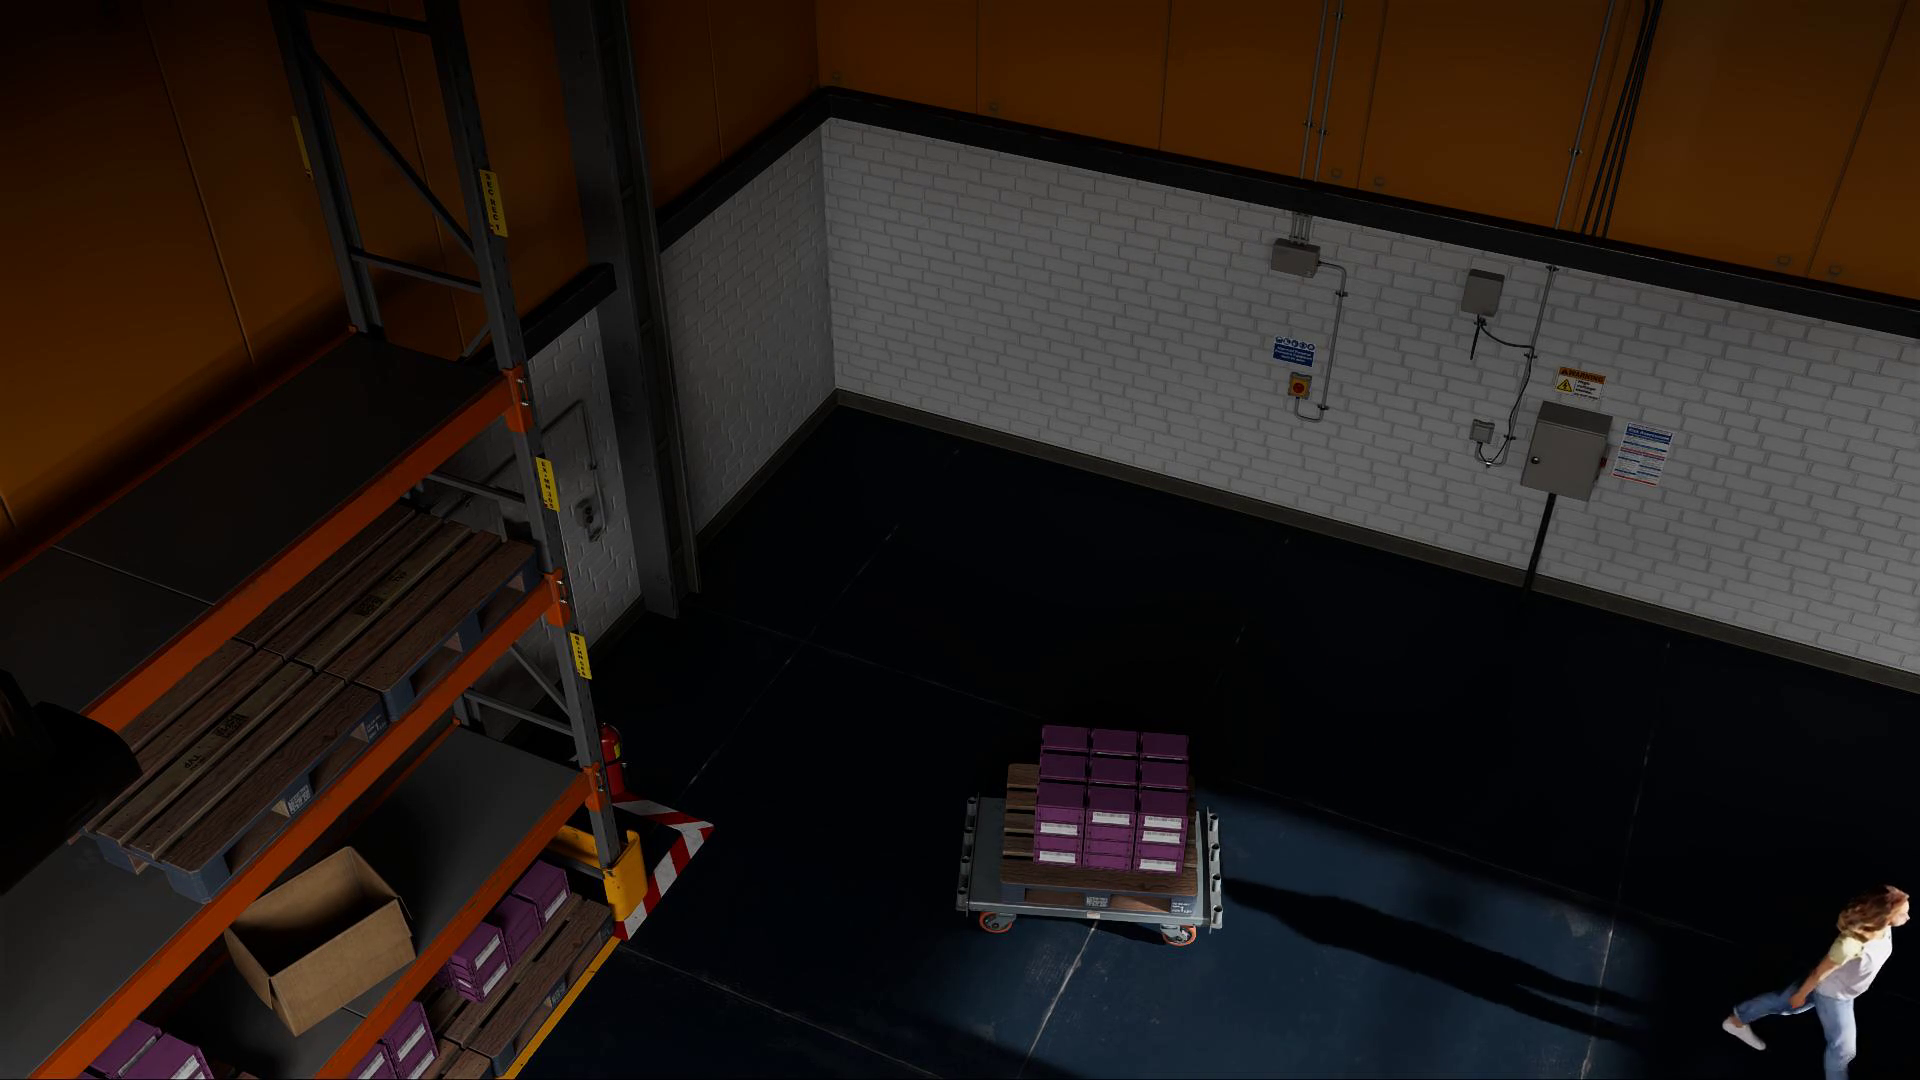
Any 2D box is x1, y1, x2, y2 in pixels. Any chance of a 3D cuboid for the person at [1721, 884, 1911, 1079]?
[{"bbox_3d":[4.771,2.451,9.289,0.963,1.665,1.185,32,48,33],"label":"person"}]
